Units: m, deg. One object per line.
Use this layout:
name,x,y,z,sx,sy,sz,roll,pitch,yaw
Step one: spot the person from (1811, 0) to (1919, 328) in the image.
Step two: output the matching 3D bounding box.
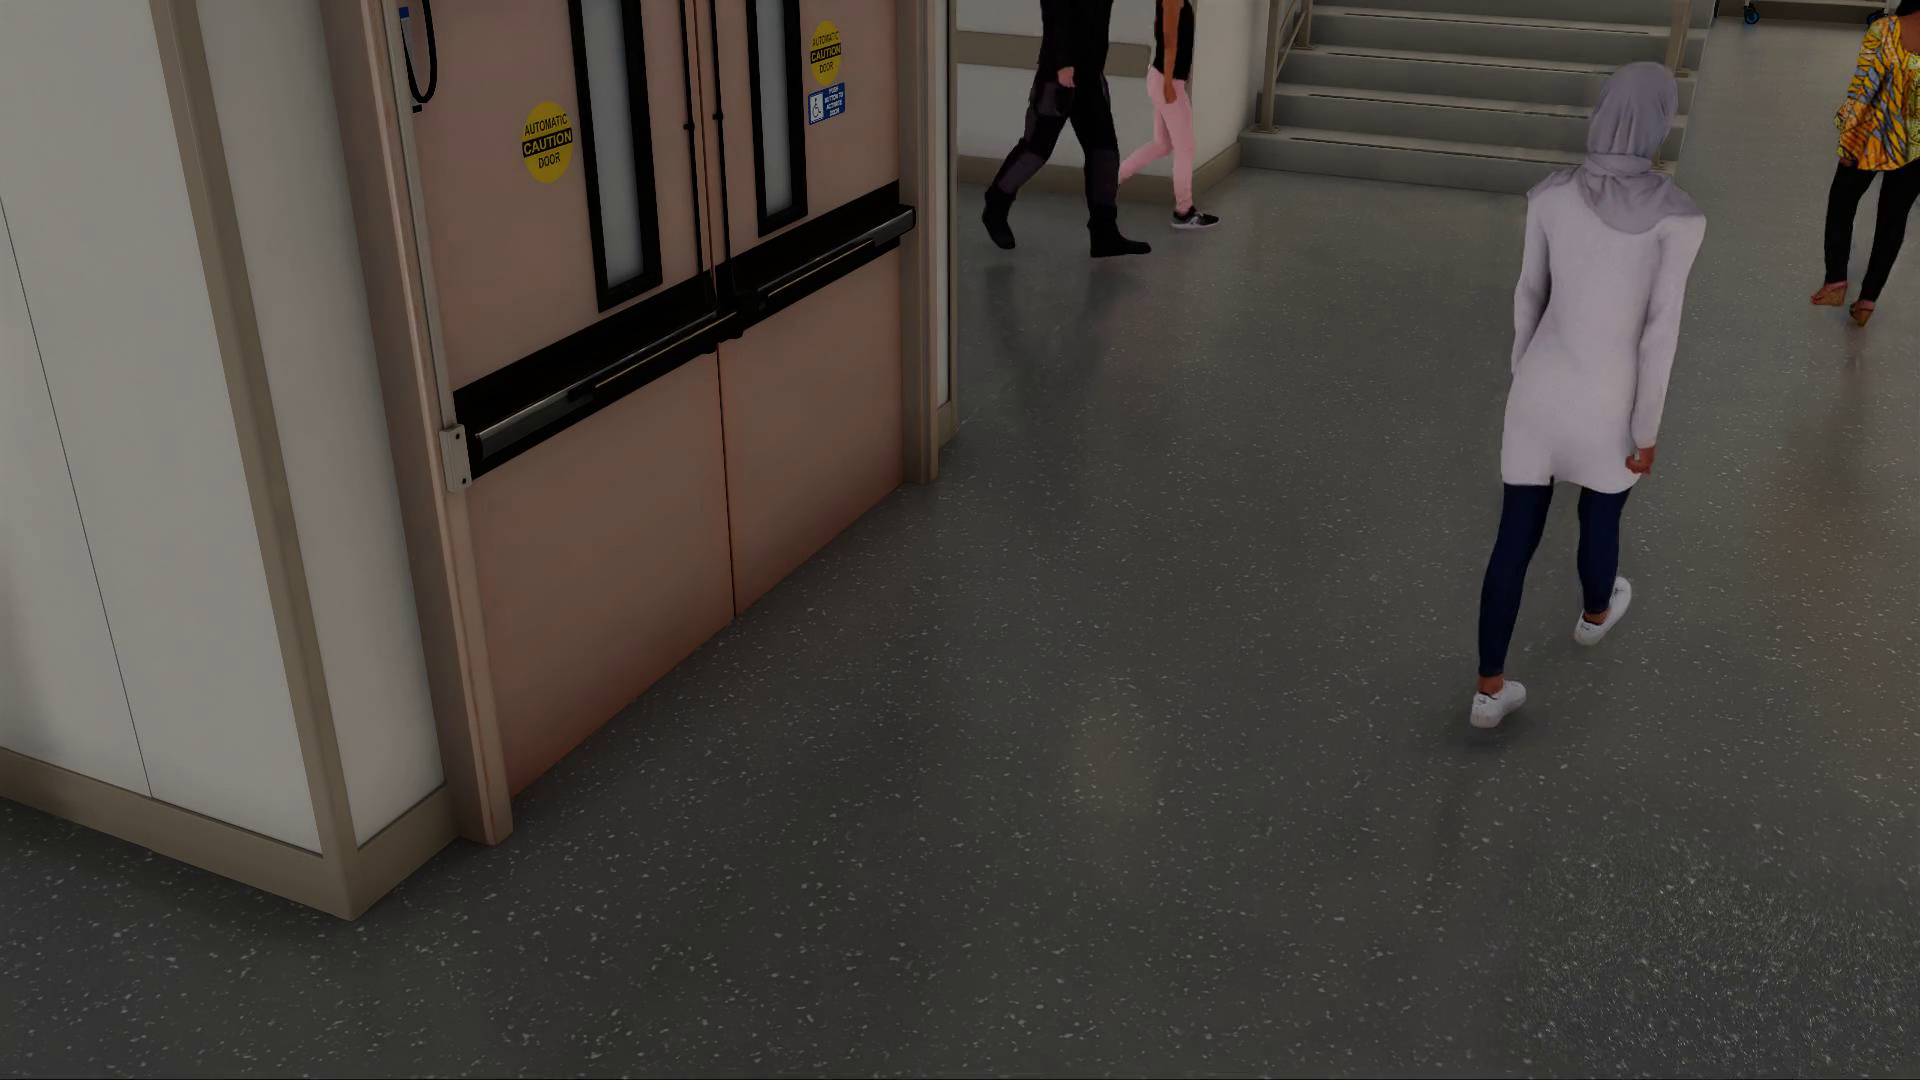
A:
person,4.203,-1.752,7.448,0.783,1.641,0.816,6,26,12

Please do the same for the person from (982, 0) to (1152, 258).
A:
person,0.491,-2.364,8.464,0.960,1.860,1.190,21,33,36

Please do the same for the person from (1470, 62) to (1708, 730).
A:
person,1.571,-0.306,4.347,0.842,1.730,1.187,21,32,36

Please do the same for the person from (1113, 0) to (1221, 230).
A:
person,1.068,-2.456,9.018,0.825,1.546,0.943,1,26,1
